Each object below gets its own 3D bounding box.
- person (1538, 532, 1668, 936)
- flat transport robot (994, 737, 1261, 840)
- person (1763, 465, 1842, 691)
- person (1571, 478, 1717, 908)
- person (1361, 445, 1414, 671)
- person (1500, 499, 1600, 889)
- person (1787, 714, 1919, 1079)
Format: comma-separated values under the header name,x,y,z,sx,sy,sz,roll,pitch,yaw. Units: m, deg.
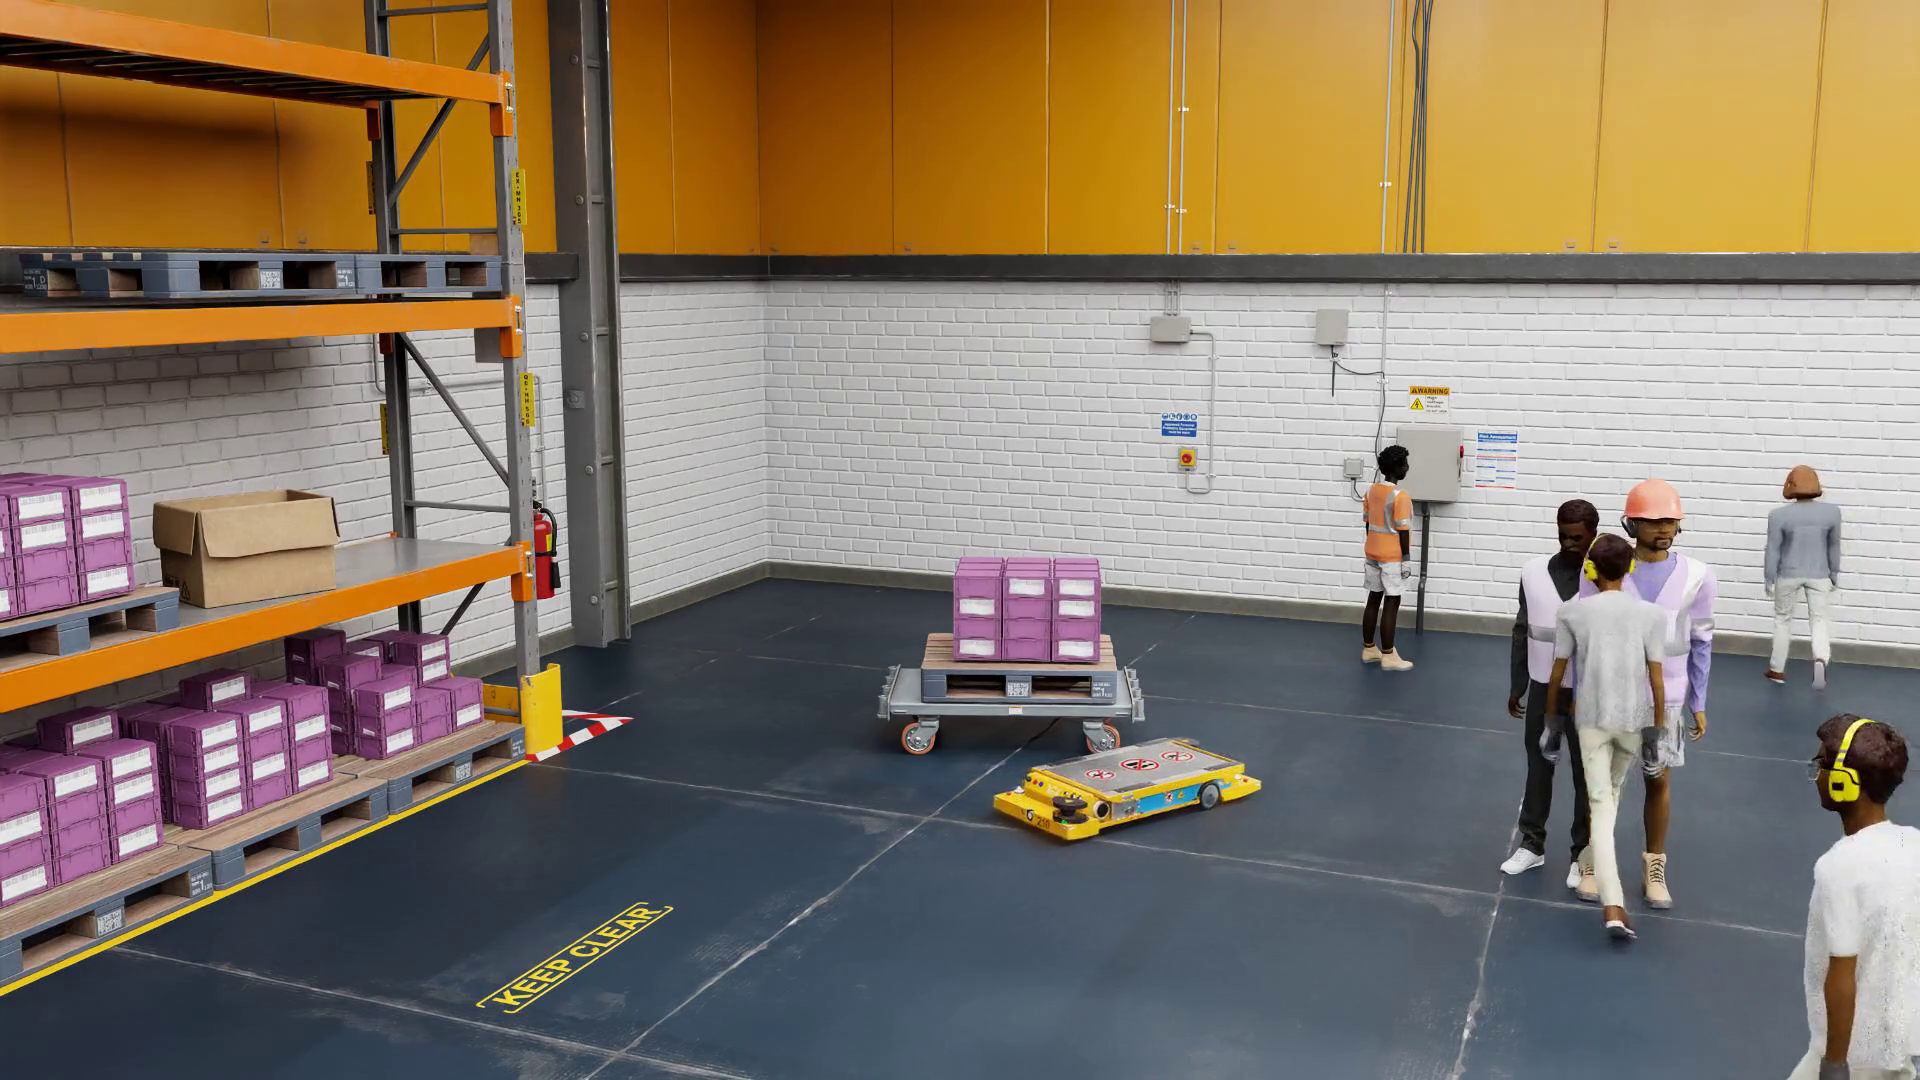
name,x,y,z,sx,sy,sz,roll,pitch,yaw
person,2.997,0.883,7.729,0.532,1.795,1.026,2,9,9
flat transport robot,0.953,1.369,9.336,1.431,0.197,0.652,-7,12,-35
person,6.034,0.270,11.911,0.534,1.616,0.630,2,10,14
person,3.220,0.723,7.877,0.615,2.047,0.356,3,10,18
person,3.233,0.130,12.537,0.315,1.695,0.541,-3,10,-18
person,2.995,0.740,8.182,0.591,1.916,0.393,8,12,40
person,2.429,1.378,4.617,0.556,1.810,0.997,-6,11,-31
